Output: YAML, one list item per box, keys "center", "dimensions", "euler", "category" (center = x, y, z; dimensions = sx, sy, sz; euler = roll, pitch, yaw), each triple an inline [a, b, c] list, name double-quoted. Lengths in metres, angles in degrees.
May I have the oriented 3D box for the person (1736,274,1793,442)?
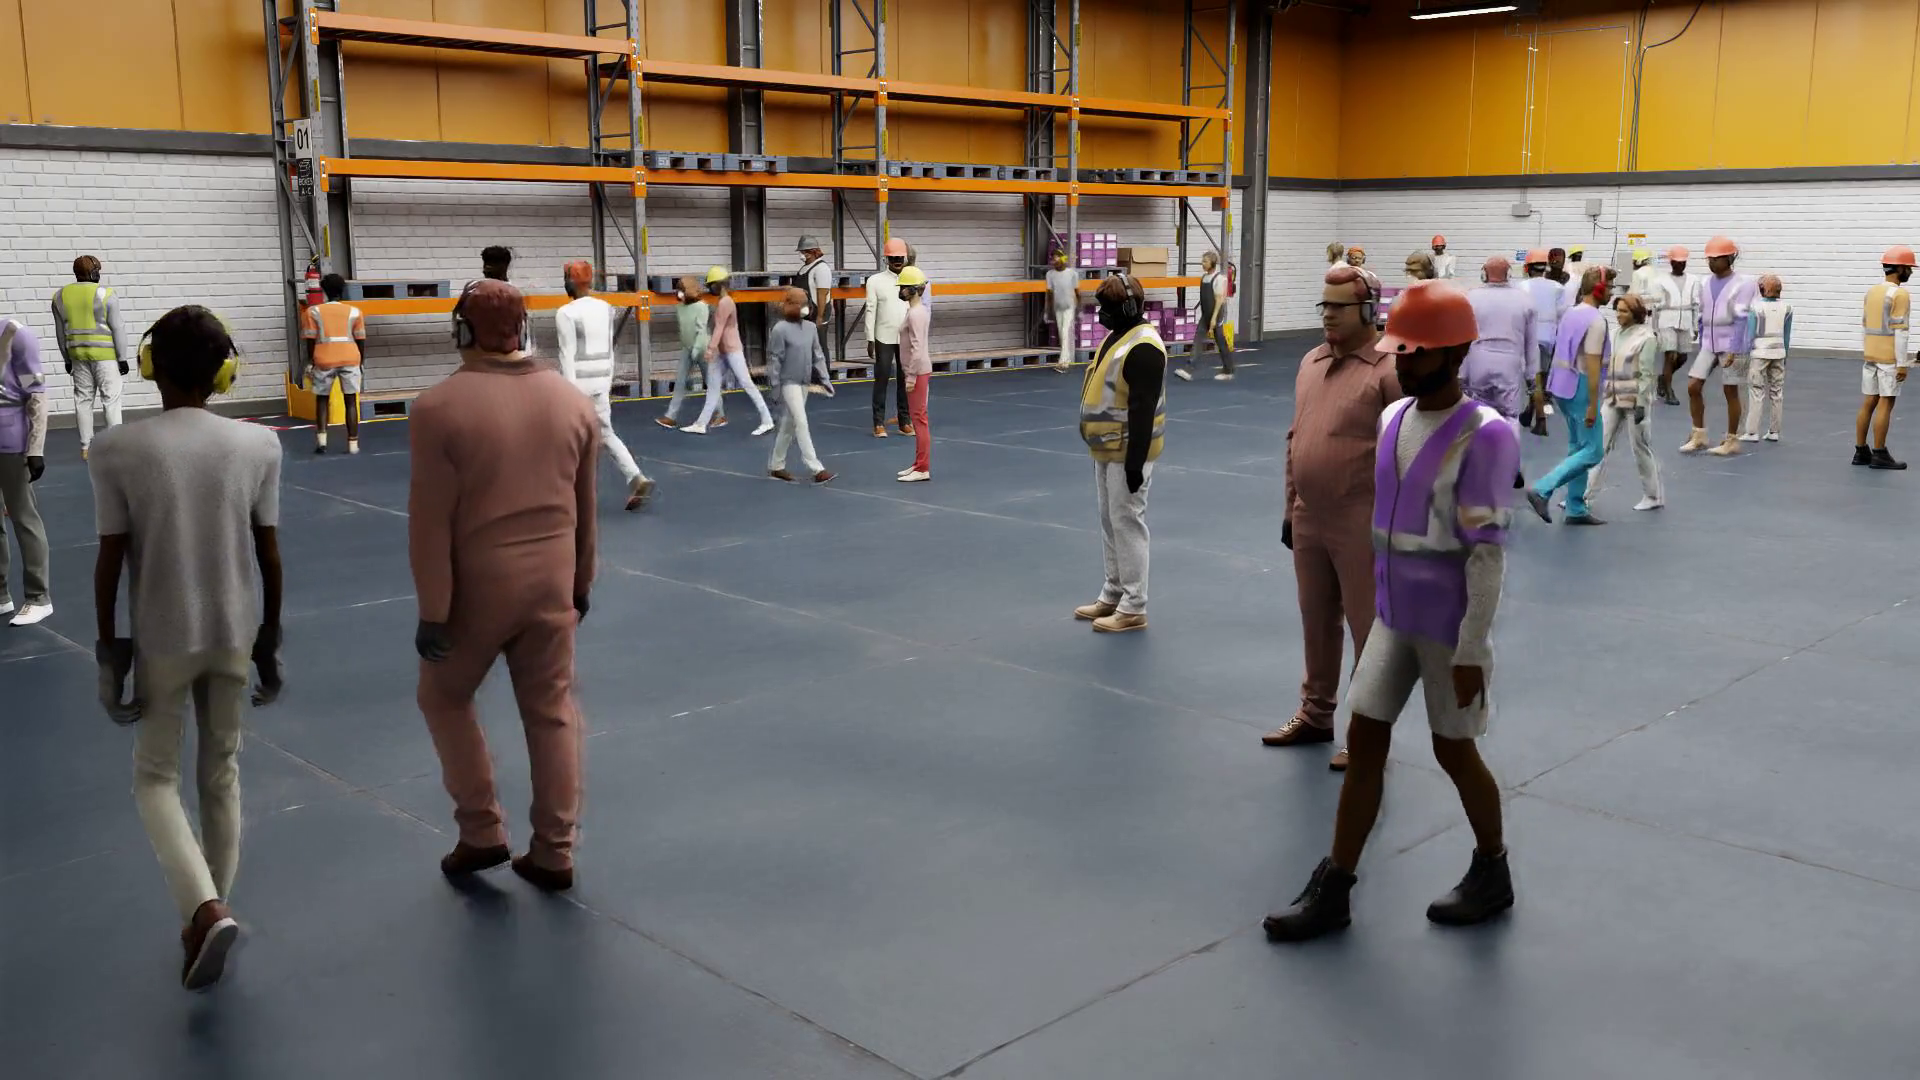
- center: [7.887, -1.771, 16.294]
  dimensions: [0.512, 1.642, 0.312]
  euler: [-2, 11, -12]
  category: "person"

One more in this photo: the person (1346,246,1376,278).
- center: [4.907, -2.713, 20.772]
  dimensions: [0.575, 1.883, 0.355]
  euler: [-1, 10, -5]
  category: "person"

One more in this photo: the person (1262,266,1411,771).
- center: [1.458, -0.084, 6.373]
  dimensions: [0.409, 1.905, 0.652]
  euler: [-6, 12, -31]
  category: "person"

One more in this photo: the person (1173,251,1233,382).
- center: [3.432, -3.082, 23.023]
  dimensions: [0.952, 1.792, 0.533]
  euler: [-5, 12, -27]
  category: "person"

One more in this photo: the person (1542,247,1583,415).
- center: [6.792, -2.398, 19.041]
  dimensions: [0.610, 1.892, 0.746]
  euler: [1, 10, 7]
  category: "person"

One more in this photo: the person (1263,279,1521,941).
- center: [1.313, 0.217, 4.745]
  dimensions: [0.819, 1.903, 0.564]
  euler: [-5, 11, -25]
  category: "person"

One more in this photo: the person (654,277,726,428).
- center: [-2.811, -1.950, 17.435]
  dimensions: [0.514, 1.584, 0.879]
  euler: [7, 13, 35]
  category: "person"

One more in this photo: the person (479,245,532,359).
- center: [-4.059, -1.600, 14.567]
  dimensions: [0.913, 1.922, 0.627]
  euler: [-4, 11, -23]
  category: "person"

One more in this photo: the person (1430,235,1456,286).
- center: [8.972, -4.704, 31.243]
  dimensions: [0.611, 2.032, 0.419]
  euler: [4, 11, 22]
  category: "person"

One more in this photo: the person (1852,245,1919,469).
- center: [8.073, -1.584, 14.467]
  dimensions: [0.359, 1.935, 0.551]
  euler: [-1, 10, -3]
  category: "person"

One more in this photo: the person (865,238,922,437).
- center: [-0.647, -2.025, 16.711]
  dimensions: [0.621, 1.992, 0.397]
  euler: [-4, 11, -23]
  category: "person"

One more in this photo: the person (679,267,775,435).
- center: [-2.342, -1.901, 16.839]
  dimensions: [0.956, 1.700, 0.531]
  euler: [-2, 11, -13]
  category: "person"

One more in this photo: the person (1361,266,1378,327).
- center: [5.200, -2.728, 21.575]
  dimensions: [0.512, 1.625, 0.388]
  euler: [-4, 11, -21]
  category: "person"

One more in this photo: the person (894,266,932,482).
- center: [-0.388, -1.365, 13.741]
  dimensions: [0.313, 1.768, 0.527]
  euler: [0, 10, 0]
  category: "person"

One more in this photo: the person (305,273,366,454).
- center: [-5.784, -1.630, 15.448]
  dimensions: [0.550, 1.669, 0.405]
  euler: [-5, 11, -25]
  category: "person"

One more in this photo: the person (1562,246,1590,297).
- center: [10.306, -4.020, 28.009]
  dimensions: [0.663, 1.836, 1.017]
  euler: [0, 10, -1]
  category: "person"

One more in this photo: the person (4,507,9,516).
- center: [-7.012, -1.105, 12.046]
  dimensions: [0.328, 1.868, 0.512]
  euler: [-3, 11, -16]
  category: "person"

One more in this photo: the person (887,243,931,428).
- center: [-0.537, -2.158, 17.588]
  dimensions: [0.352, 1.937, 0.635]
  euler: [-6, 12, -32]
  category: "person"

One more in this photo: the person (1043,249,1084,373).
- center: [1.520, -3.363, 24.504]
  dimensions: [0.552, 1.814, 0.978]
  euler: [5, 11, 24]
  category: "person"

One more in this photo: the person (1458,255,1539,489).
- center: [4.312, -1.340, 13.344]
  dimensions: [0.660, 1.873, 0.711]
  euler: [1, 10, 7]
  category: "person"

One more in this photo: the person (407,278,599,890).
- center: [-1.427, 0.145, 5.162]
  dimensions: [0.601, 1.885, 0.670]
  euler: [10, 14, 43]
  category: "person"

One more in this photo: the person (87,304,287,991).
- center: [-2.029, 0.301, 4.467]
  dimensions: [0.510, 1.846, 0.596]
  euler: [-8, 13, -38]
  category: "person"

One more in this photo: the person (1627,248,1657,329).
- center: [10.731, -3.695, 26.292]
  dimensions: [0.627, 1.816, 0.425]
  euler: [-9, 14, -40]
  category: "person"

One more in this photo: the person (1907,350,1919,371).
- center: [14.419, -3.301, 24.565]
  dimensions: [0.863, 1.652, 0.552]
  euler: [8, 13, 35]
  category: "person"

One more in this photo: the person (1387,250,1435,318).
- center: [3.420, -1.188, 12.360]
  dimensions: [0.798, 1.916, 0.643]
  euler: [-10, 14, -43]
  category: "person"

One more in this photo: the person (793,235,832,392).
- center: [-1.951, -2.934, 21.545]
  dimensions: [0.535, 2.000, 0.679]
  euler: [-6, 12, -28]
  category: "person"

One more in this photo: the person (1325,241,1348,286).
- center: [5.220, -3.172, 23.125]
  dimensions: [0.361, 1.938, 0.633]
  euler: [4, 11, 21]
  category: "person"

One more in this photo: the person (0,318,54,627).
- center: [-5.013, -0.501, 8.606]
  dimensions: [0.593, 1.917, 0.385]
  euler: [3, 11, 14]
  category: "person"

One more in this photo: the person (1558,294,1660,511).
- center: [4.846, -0.996, 12.192]
  dimensions: [0.784, 1.596, 0.536]
  euler: [-4, 11, -21]
  category: "person"

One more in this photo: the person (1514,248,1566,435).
- center: [5.903, -2.050, 17.156]
  dimensions: [0.538, 1.879, 1.014]
  euler: [-1, 10, -7]
  category: "person"

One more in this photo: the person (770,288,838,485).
- center: [-1.262, -1.238, 13.498]
  dimensions: [0.829, 1.589, 0.520]
  euler: [7, 12, 33]
  category: "person"

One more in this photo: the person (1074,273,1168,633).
- center: [0.829, -0.441, 8.531]
  dimensions: [0.428, 1.832, 0.625]
  euler: [-2, 11, -9]
  category: "person"

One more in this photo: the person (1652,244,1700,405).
- center: [8.612, -2.606, 20.106]
  dimensions: [0.549, 1.919, 0.771]
  euler: [0, 10, 0]
  category: "person"

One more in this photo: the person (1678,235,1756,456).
- center: [6.900, -1.757, 15.177]
  dimensions: [0.698, 2.014, 0.619]
  euler: [-5, 12, -27]
  category: "person"

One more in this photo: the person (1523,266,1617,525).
- center: [4.254, -0.981, 11.522]
  dimensions: [0.545, 1.820, 0.574]
  euler: [0, 10, -1]
  category: "person"

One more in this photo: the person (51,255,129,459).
- center: [-7.828, -1.647, 15.068]
  dimensions: [0.621, 1.845, 0.429]
  euler: [0, 10, 3]
  category: "person"

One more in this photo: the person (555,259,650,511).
- center: [-2.692, -1.122, 12.189]
  dimensions: [0.874, 1.858, 0.579]
  euler: [7, 13, 34]
  category: "person"
